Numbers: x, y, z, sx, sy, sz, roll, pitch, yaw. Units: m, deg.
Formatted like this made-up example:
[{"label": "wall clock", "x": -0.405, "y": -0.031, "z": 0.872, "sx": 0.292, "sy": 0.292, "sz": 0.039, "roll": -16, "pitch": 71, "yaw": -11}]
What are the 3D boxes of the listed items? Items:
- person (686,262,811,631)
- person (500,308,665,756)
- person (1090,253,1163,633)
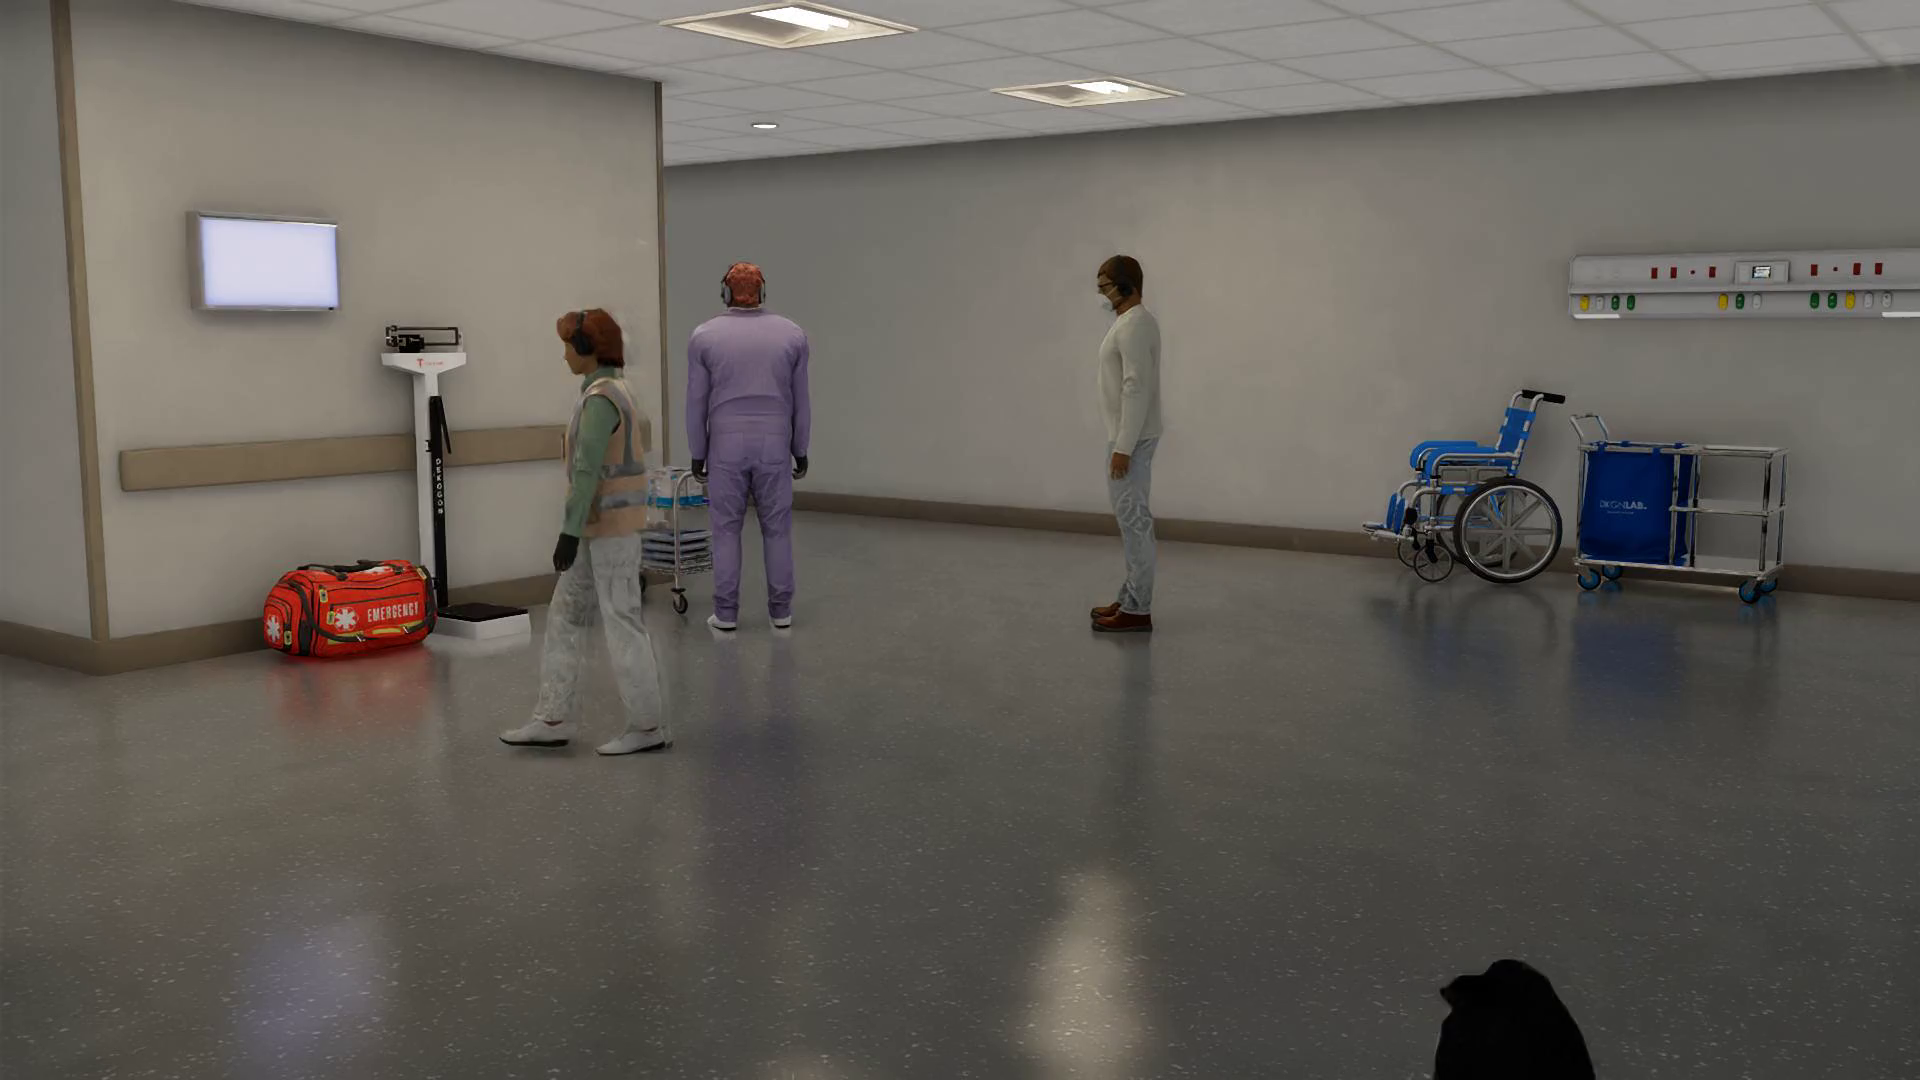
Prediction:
[{"label": "person", "x": -1.098, "y": -0.480, "z": 8.613, "sx": 0.647, "sy": 1.901, "sz": 0.399, "roll": -2, "pitch": 7, "yaw": -17}, {"label": "person", "x": -1.378, "y": -0.017, "z": 6.004, "sx": 0.634, "sy": 1.614, "sz": 0.523, "roll": -2, "pitch": 7, "yaw": -15}, {"label": "person", "x": 0.856, "y": -0.491, "z": 8.533, "sx": 0.370, "sy": 1.934, "sz": 0.627, "roll": 1, "pitch": 7, "yaw": 6}]
